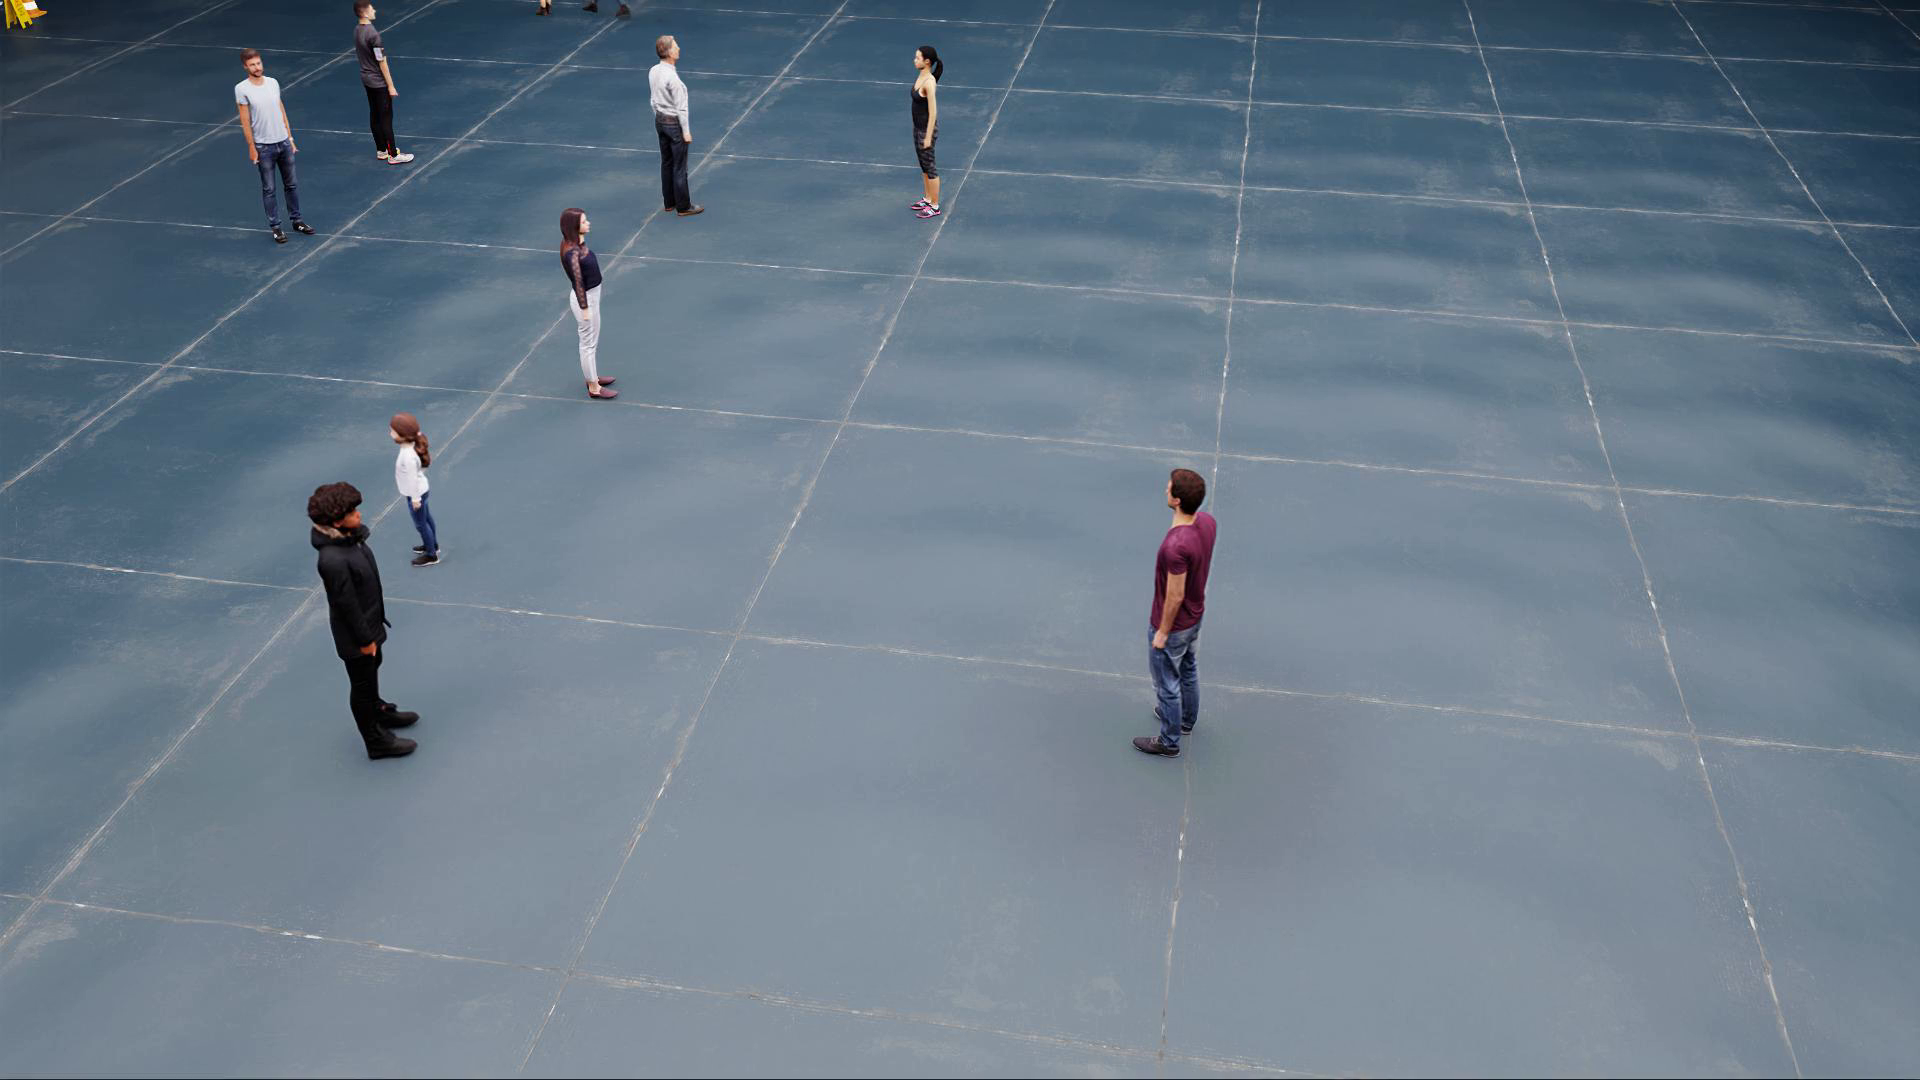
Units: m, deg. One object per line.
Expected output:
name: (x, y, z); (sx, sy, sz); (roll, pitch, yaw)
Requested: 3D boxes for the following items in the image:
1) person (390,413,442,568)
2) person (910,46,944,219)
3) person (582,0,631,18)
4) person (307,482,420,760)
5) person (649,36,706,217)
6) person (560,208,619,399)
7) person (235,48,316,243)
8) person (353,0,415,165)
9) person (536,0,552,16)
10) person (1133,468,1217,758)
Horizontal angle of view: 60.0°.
person: (-3.747, -0.366, 11.481); (0.573, 1.109, 0.527); (-10, 34, -15)
person: (-0.337, -4.160, 16.914); (0.672, 1.729, 0.659); (-9, 33, -13)
person: (-4.984, -8.150, 23.367); (1.106, 1.593, 0.767); (11, 34, 17)
person: (-3.469, 0.459, 9.551); (0.690, 1.773, 0.696); (-6, 33, -9)
person: (-2.930, -4.231, 16.941); (0.801, 1.820, 0.707); (-27, 41, -35)
person: (-3.020, -1.926, 13.487); (0.669, 1.608, 0.678); (-7, 33, -11)
person: (-6.791, -3.898, 16.371); (0.720, 1.867, 0.709); (25, 40, 34)
person: (-6.406, -5.031, 18.261); (0.779, 1.765, 0.686); (-27, 41, -36)
person: (-5.974, -8.027, 23.708); (0.515, 1.022, 0.483); (18, 36, 26)
person: (1.251, 0.418, 9.543); (0.670, 1.852, 0.731); (17, 36, 25)
